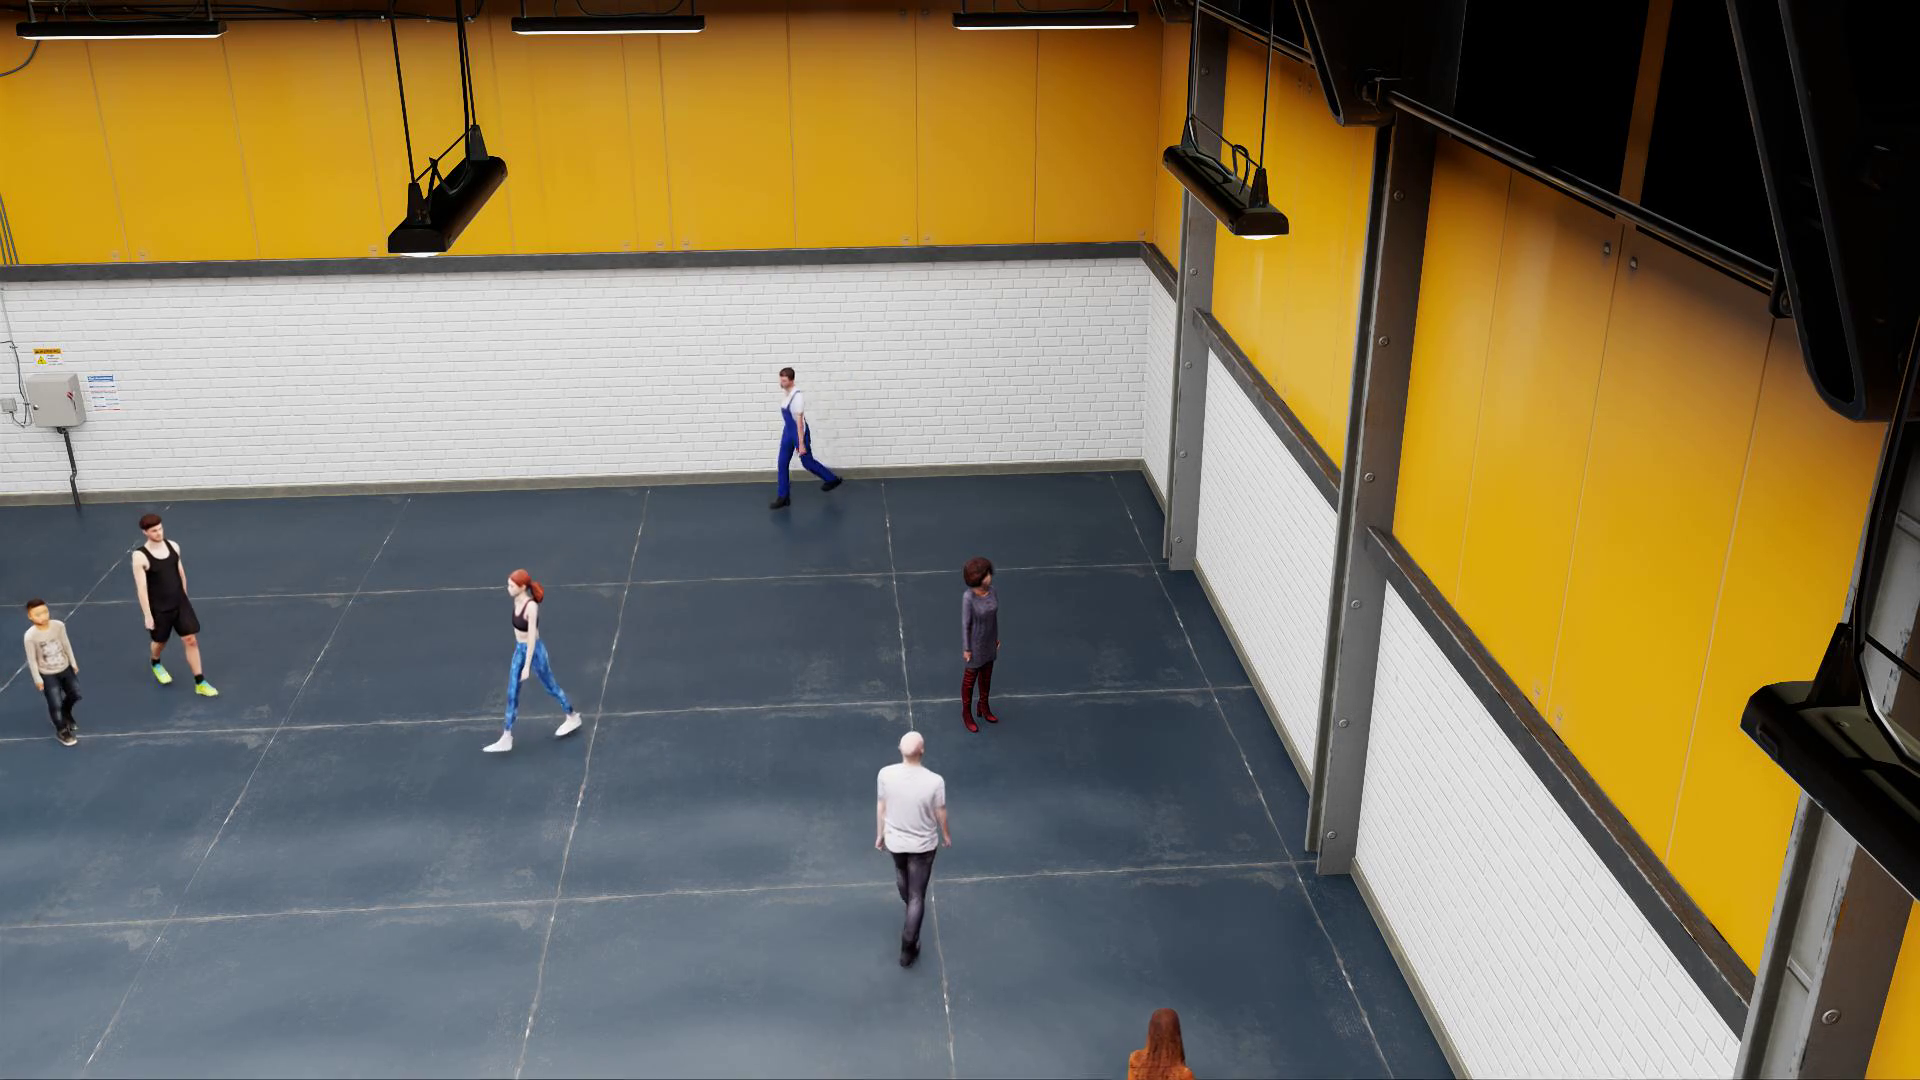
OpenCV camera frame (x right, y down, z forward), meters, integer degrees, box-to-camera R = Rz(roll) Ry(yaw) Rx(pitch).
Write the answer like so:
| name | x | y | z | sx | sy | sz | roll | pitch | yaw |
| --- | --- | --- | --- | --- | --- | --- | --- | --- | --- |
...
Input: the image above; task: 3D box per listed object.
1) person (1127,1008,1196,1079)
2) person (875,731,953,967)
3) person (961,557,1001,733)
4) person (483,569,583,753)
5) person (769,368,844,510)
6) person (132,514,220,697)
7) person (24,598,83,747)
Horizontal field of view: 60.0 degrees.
| name | x | y | z | sx | sy | sz | roll | pitch | yaw |
| --- | --- | --- | --- | --- | --- | --- | --- | --- | --- |
| person | 1.124 | 3.542 | 9.671 | 1.086 | 1.686 | 1.113 | 22 | 32 | 40 |
| person | -0.395 | 2.314 | 12.351 | 0.973 | 1.789 | 1.242 | 7 | 25 | 15 |
| person | 0.182 | 0.959 | 15.547 | 0.675 | 1.711 | 0.708 | -20 | 30 | -38 |
| person | -3.828 | 1.095 | 15.202 | 1.113 | 1.738 | 1.173 | -19 | 30 | -36 |
| person | -1.941 | -1.279 | 20.557 | 1.140 | 1.800 | 1.259 | -14 | 27 | -29 |
| person | -7.749 | 0.623 | 16.143 | 1.220 | 1.851 | 1.230 | 15 | 28 | 30 |
| person | -8.391 | 1.189 | 15.343 | 0.780 | 1.453 | 0.719 | 15 | 28 | 31 |
